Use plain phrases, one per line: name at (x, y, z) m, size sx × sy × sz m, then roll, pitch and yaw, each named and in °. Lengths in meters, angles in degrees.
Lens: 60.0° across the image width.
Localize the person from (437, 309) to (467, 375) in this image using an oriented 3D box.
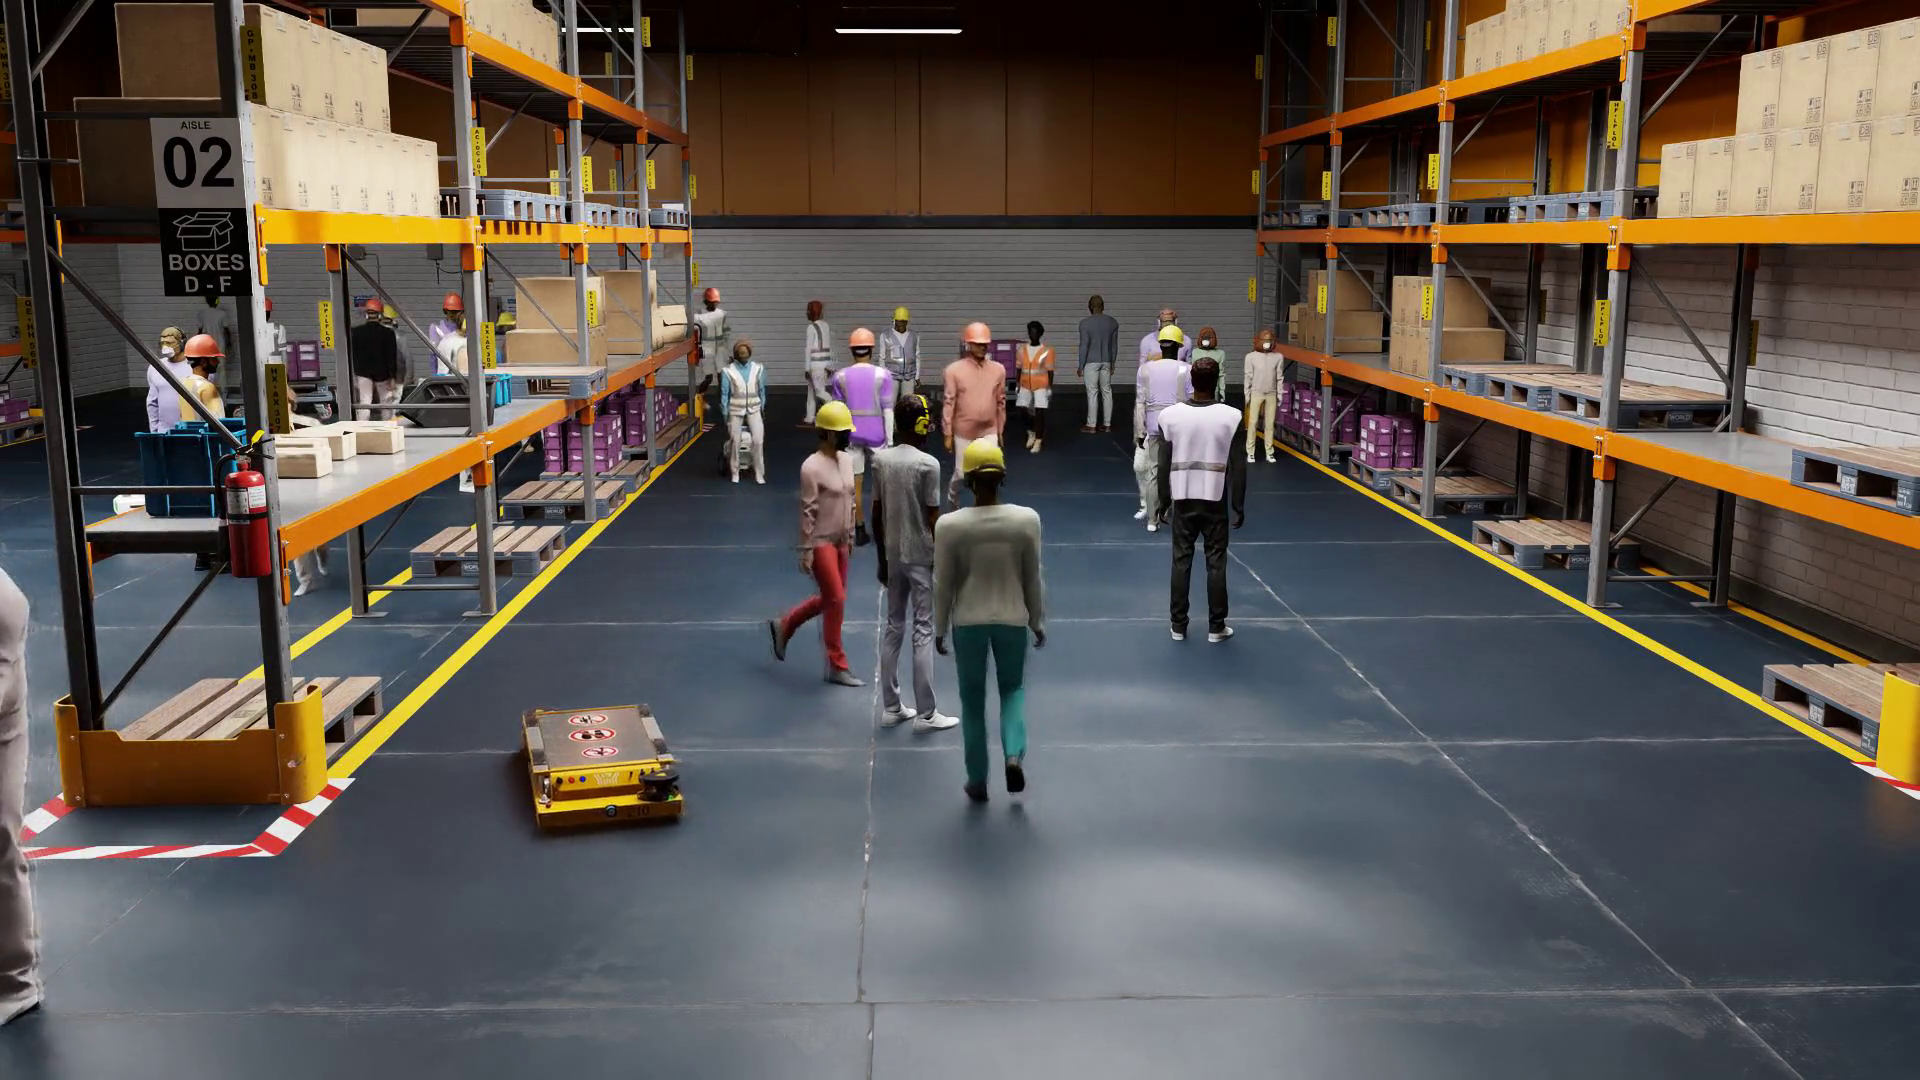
person at (-5.765, -1.724, 19.318) m, size 0.449 × 1.915 × 0.659 m, roll 5°, pitch 11°, yaw 25°

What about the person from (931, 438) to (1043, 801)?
person at (0.134, 0.390, 7.962) m, size 0.549 × 1.751 × 0.395 m, roll -2°, pitch 10°, yaw -9°

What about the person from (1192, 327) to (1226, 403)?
person at (3.051, -1.823, 20.639) m, size 0.507 × 1.631 × 0.280 m, roll -1°, pitch 10°, yaw -4°

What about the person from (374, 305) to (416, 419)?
person at (-7.793, -2.332, 22.984) m, size 0.622 × 1.805 × 0.689 m, roll 3°, pitch 11°, yaw 17°

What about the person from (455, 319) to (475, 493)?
person at (-5.204, -1.466, 17.860) m, size 0.399 × 1.919 × 0.588 m, roll -1°, pitch 10°, yaw -4°

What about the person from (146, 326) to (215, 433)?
person at (-6.946, -0.936, 14.848) m, size 0.631 × 1.940 × 0.372 m, roll 1°, pitch 10°, yaw 7°

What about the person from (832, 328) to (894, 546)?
person at (-0.840, -0.932, 14.873) m, size 0.575 × 1.916 × 0.735 m, roll 1°, pitch 10°, yaw 8°

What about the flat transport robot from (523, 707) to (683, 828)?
flat transport robot at (-1.804, 1.080, 8.258) m, size 0.652 × 0.197 × 1.431 m, roll -3°, pitch 11°, yaw -17°

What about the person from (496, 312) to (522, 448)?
person at (-5.864, -2.080, 21.701) m, size 0.325 × 1.767 × 0.533 m, roll -6°, pitch 12°, yaw -30°

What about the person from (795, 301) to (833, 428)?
person at (-1.960, -2.492, 23.802) m, size 0.897 × 1.851 × 0.586 m, roll 4°, pitch 11°, yaw 22°

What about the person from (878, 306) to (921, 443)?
person at (-0.798, -2.201, 22.196) m, size 0.588 × 1.830 × 0.404 m, roll -3°, pitch 11°, yaw -18°

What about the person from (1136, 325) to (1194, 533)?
person at (1.915, -1.010, 15.318) m, size 0.586 × 1.917 × 0.381 m, roll 4°, pitch 11°, yaw 23°

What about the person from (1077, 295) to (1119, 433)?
person at (1.927, -2.469, 23.387) m, size 0.627 × 1.939 × 0.371 m, roll -5°, pitch 11°, yaw -27°

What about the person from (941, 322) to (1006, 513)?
person at (0.113, -1.024, 15.287) m, size 0.622 × 1.968 × 0.864 m, roll -3°, pitch 11°, yaw -16°

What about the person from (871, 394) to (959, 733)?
person at (-0.259, 0.127, 9.134) m, size 0.518 × 1.865 × 0.326 m, roll 8°, pitch 13°, yaw 39°

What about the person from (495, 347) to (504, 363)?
person at (-5.955, -1.870, 20.787) m, size 0.543 × 1.678 × 0.660 m, roll -5°, pitch 11°, yaw -24°

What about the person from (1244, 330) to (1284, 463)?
person at (3.687, -1.744, 20.225) m, size 0.494 × 1.624 × 0.282 m, roll -2°, pitch 10°, yaw -9°

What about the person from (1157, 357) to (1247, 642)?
person at (1.618, -0.265, 11.165) m, size 0.596 × 1.918 × 0.380 m, roll 3°, pitch 11°, yaw 17°

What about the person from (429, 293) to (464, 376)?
person at (-6.401, -2.109, 21.116) m, size 0.605 × 2.034 × 0.391 m, roll -5°, pitch 12°, yaw -28°

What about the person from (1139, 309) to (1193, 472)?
person at (2.406, -1.739, 19.408) m, size 0.646 × 1.907 × 0.401 m, roll -1°, pitch 10°, yaw -4°

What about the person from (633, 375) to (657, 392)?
person at (-4.828, -2.810, 25.289) m, size 0.552 × 1.937 × 0.356 m, roll -2°, pitch 10°, yaw -8°

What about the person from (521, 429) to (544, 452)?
person at (-5.431, -2.037, 21.292) m, size 0.618 × 1.836 × 0.430 m, roll -6°, pitch 12°, yaw -30°

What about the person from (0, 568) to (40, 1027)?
person at (-3.404, 0.744, 5.604) m, size 0.663 × 1.897 × 0.472 m, roll 6°, pitch 12°, yaw 29°

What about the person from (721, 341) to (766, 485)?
person at (-2.391, -1.397, 18.388) m, size 0.523 × 1.594 × 0.711 m, roll -4°, pitch 11°, yaw -21°

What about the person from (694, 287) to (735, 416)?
person at (-3.843, -2.903, 25.640) m, size 0.674 × 2.007 × 0.752 m, roll -7°, pitch 12°, yaw -35°

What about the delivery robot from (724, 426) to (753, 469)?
delivery robot at (-2.509, -1.069, 19.180) m, size 0.477 × 0.478 × 0.707 m, roll 0°, pitch 10°, yaw 1°

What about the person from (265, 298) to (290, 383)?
person at (-9.289, -2.278, 22.323) m, size 0.544 × 1.939 × 0.366 m, roll -3°, pitch 11°, yaw -17°

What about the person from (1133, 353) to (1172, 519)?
person at (1.885, -0.996, 16.052) m, size 0.537 × 1.608 × 0.522 m, roll 8°, pitch 13°, yaw 37°

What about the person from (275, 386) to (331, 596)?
person at (-5.084, -0.404, 12.799) m, size 0.531 × 1.613 × 0.604 m, roll -1°, pitch 10°, yaw -8°

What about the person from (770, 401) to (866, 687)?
person at (-0.883, 0.009, 10.160) m, size 0.707 × 1.744 × 0.530 m, roll 5°, pitch 12°, yaw 28°

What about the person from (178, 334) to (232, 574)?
person at (-6.079, -0.689, 13.472) m, size 0.545 × 1.938 × 0.355 m, roll 9°, pitch 14°, yaw 41°

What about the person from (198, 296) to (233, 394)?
person at (-12.526, -3.261, 27.995) m, size 0.532 × 1.868 × 0.303 m, roll 0°, pitch 10°, yaw -1°

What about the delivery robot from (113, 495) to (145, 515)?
delivery robot at (-7.183, -0.301, 14.905) m, size 0.707 × 0.478 × 0.477 m, roll -3°, pitch 11°, yaw -19°

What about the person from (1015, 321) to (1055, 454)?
person at (0.935, -1.941, 21.122) m, size 0.532 × 1.684 × 0.360 m, roll 5°, pitch 11°, yaw 24°

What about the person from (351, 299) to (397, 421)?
person at (-7.635, -2.157, 21.643) m, size 0.601 × 1.952 × 1.003 m, roll -1°, pitch 10°, yaw -8°
